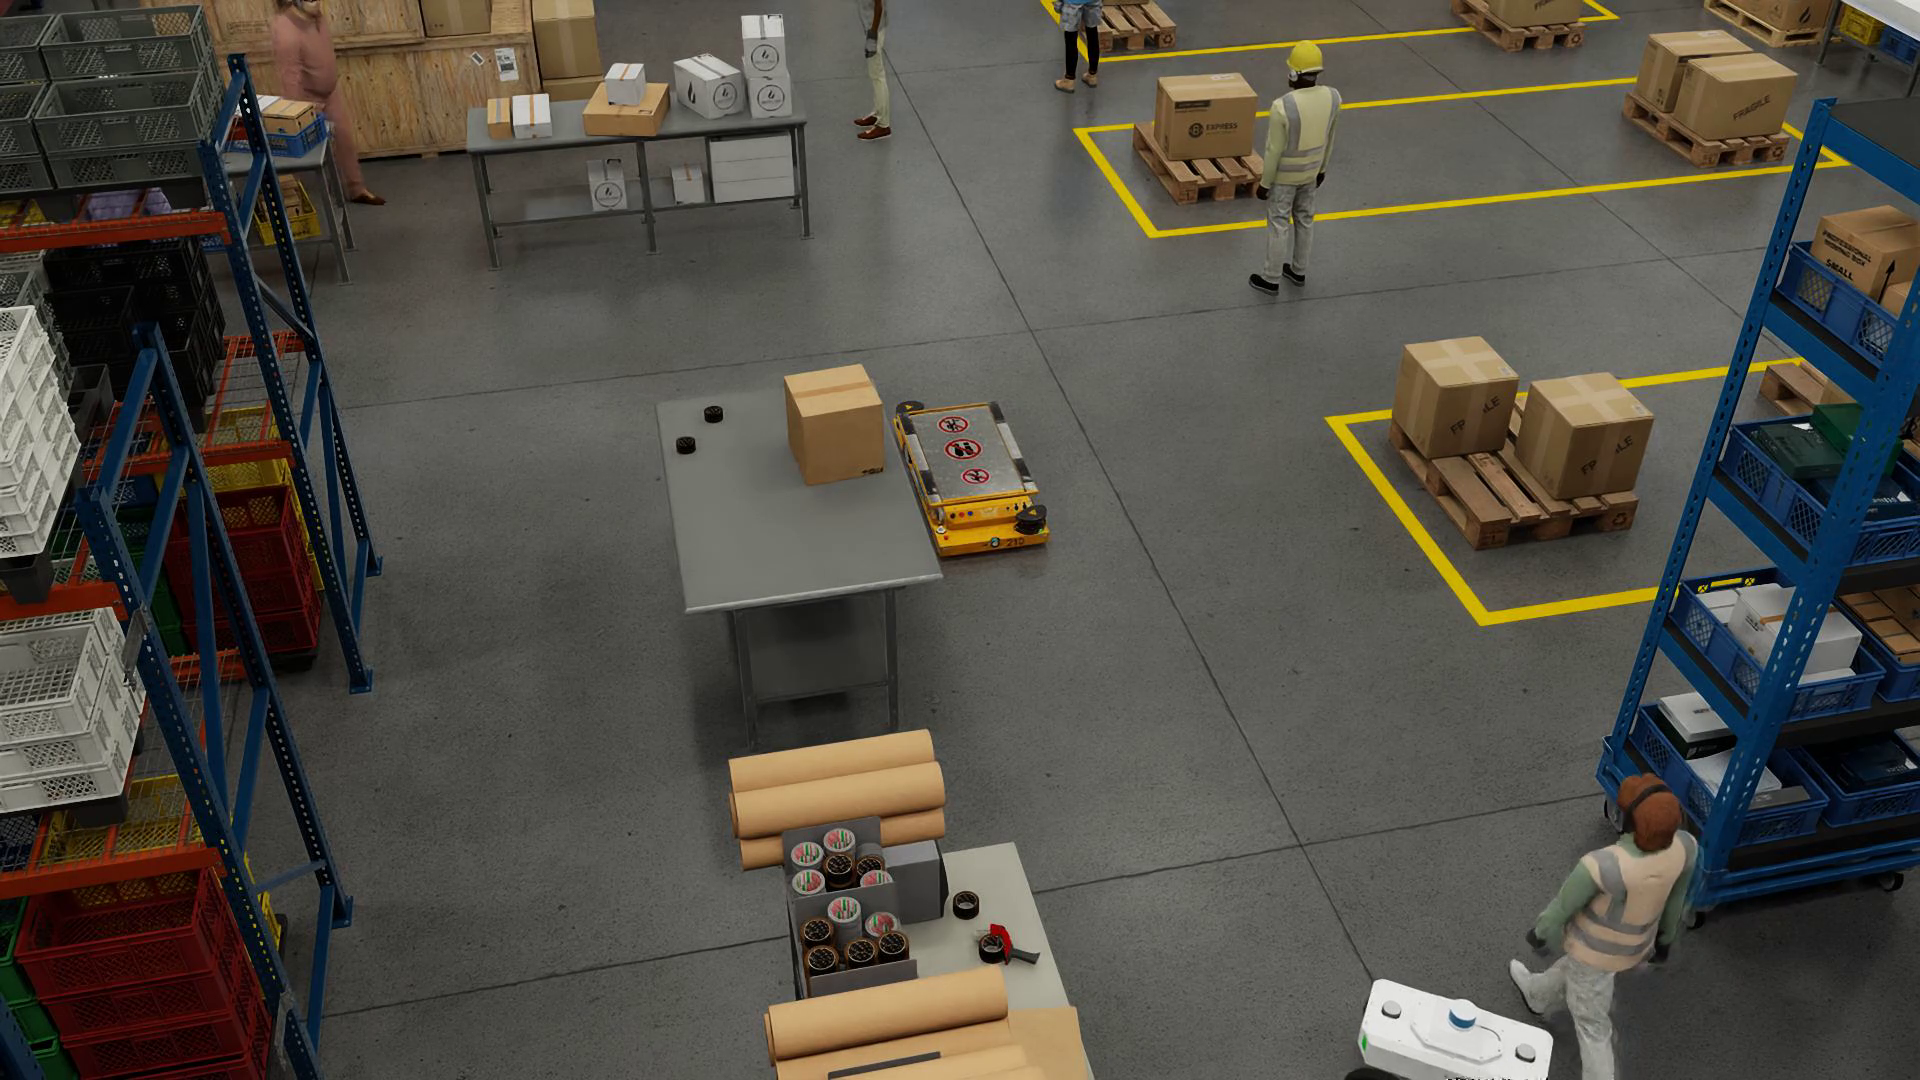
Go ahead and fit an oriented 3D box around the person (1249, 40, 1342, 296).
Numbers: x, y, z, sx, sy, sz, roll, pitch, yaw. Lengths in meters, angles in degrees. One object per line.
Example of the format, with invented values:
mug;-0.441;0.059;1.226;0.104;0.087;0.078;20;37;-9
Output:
person;2.346;-2.618;11.749;0.603;1.830;0.404;-19;41;-24

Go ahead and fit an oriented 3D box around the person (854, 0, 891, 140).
person;-0.755;-4.304;13.992;0.329;1.865;0.511;-3;37;-4

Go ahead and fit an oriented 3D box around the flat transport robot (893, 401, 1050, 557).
flat transport robot;0.046;-0.430;10.108;0.652;0.197;1.431;-8;37;-10

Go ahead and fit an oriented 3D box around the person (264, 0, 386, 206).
person;-5.113;-3.461;12.881;0.894;1.853;0.654;9;37;11

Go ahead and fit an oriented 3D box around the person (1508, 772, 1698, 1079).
person;2.469;1.519;6.388;0.523;1.591;0.867;-13;39;-17

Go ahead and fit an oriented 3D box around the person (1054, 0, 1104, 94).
person;1.080;-4.863;14.880;0.541;1.696;0.313;-19;40;-23

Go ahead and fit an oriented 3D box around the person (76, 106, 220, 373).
person;-5.286;-1.872;10.660;0.627;1.941;0.373;1;37;2

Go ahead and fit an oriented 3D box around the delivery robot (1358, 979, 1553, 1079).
delivery robot;1.940;1.997;6.535;0.707;0.478;0.477;14;39;18
